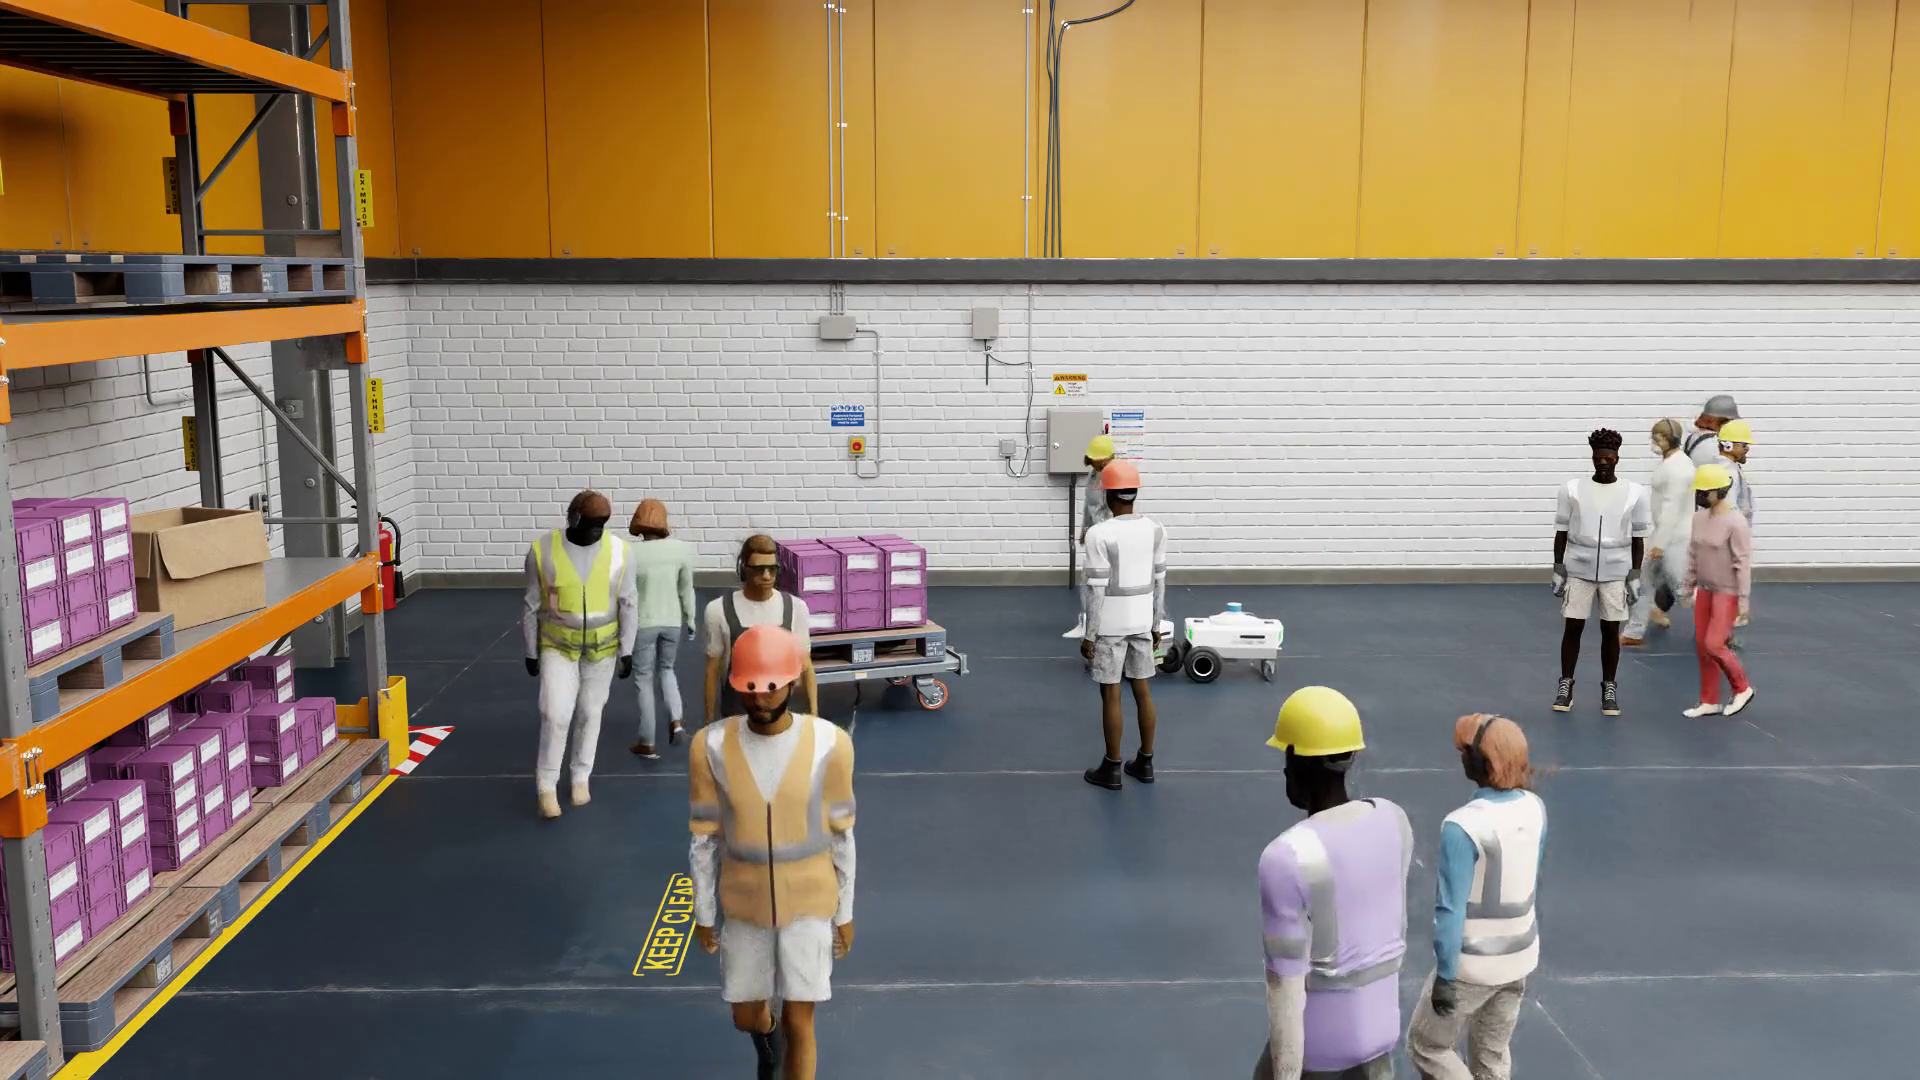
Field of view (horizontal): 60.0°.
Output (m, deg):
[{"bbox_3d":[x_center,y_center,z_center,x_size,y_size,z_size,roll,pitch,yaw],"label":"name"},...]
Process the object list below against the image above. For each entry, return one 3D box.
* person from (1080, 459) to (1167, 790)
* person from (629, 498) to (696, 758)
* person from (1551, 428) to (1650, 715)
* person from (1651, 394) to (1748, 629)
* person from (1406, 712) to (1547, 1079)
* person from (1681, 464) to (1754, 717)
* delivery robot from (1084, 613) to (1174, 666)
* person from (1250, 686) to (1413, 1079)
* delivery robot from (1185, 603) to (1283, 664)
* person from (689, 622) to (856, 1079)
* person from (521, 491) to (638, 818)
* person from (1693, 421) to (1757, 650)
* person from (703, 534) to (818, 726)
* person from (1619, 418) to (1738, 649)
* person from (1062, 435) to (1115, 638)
[{"bbox_3d":[0.937,0.490,9.745,0.551,1.933,0.373,-5,11,-29],"label":"person"},{"bbox_3d":[-1.909,0.548,10.346,0.583,1.612,0.374,-6,11,-34],"label":"person"},{"bbox_3d":[4.347,0.213,11.343,0.603,1.966,0.368,3,10,20],"label":"person"},{"bbox_3d":[6.216,-0.250,13.959,0.894,2.000,0.679,1,9,6],"label":"person"},{"bbox_3d":[1.679,1.355,5.380,0.534,1.622,0.370,-7,12,-38],"label":"person"},{"bbox_3d":[5.050,0.359,11.119,0.434,1.742,0.576,-2,10,-14],"label":"person"},{"bbox_3d":[1.259,0.682,12.497,0.477,0.478,0.707,-8,12,-40],"label":"delivery robot"},{"bbox_3d":[0.972,1.334,4.715,0.609,1.890,0.919,-6,11,-33],"label":"person"},{"bbox_3d":[2.032,0.709,12.335,0.707,0.478,0.477,1,9,5],"label":"delivery robot"},{"bbox_3d":[-0.617,1.178,5.615,0.552,1.917,0.749,0,9,0],"label":"person"},{"bbox_3d":[-2.096,0.632,9.271,0.644,1.805,0.686,-3,10,-19],"label":"person"},{"bbox_3d":[6.140,-0.048,13.365,0.404,1.828,0.592,2,9,11],"label":"person"},{"bbox_3d":[-0.963,0.847,8.016,0.521,1.795,0.983,-4,10,-23],"label":"person"},{"bbox_3d":[5.635,-0.013,12.993,0.925,1.898,0.635,3,10,16],"label":"person"},{"bbox_3d":[1.237,-0.033,13.657,0.736,1.700,0.513,-2,9,-10],"label":"person"}]
